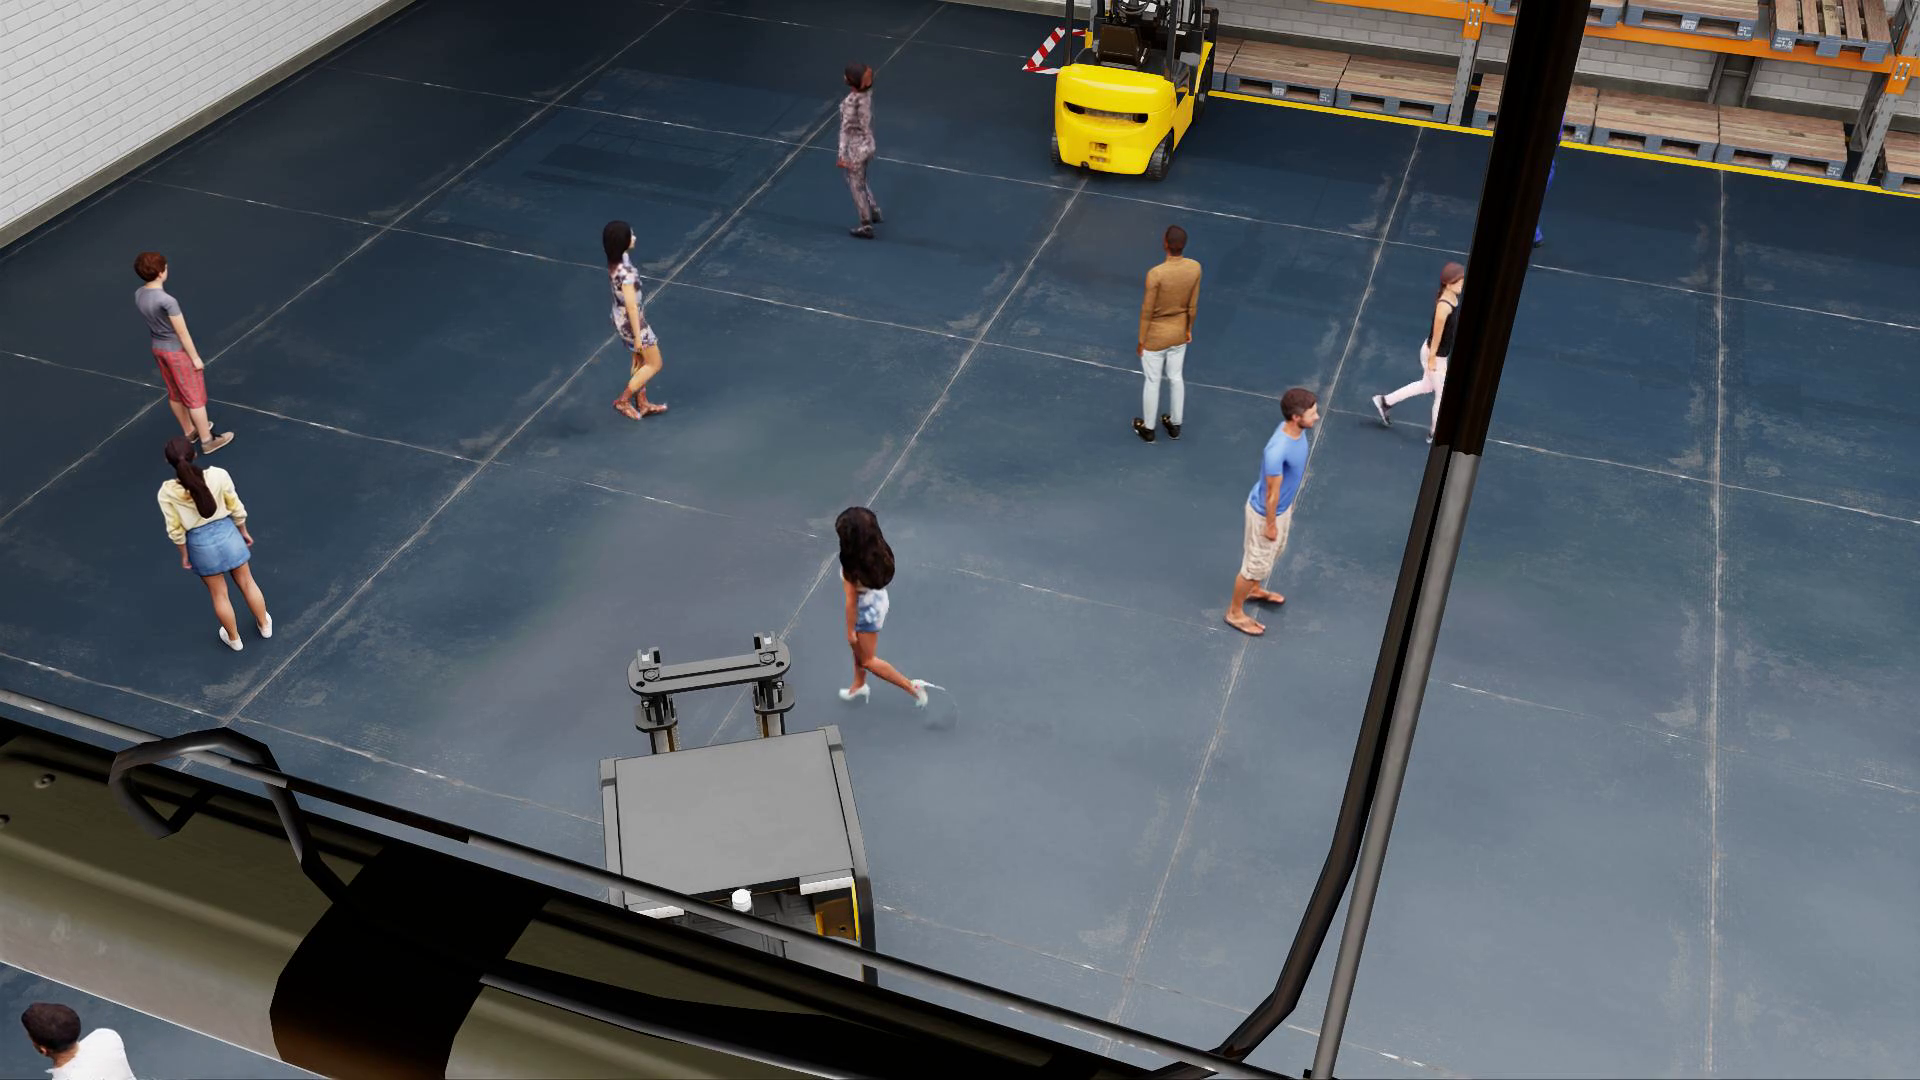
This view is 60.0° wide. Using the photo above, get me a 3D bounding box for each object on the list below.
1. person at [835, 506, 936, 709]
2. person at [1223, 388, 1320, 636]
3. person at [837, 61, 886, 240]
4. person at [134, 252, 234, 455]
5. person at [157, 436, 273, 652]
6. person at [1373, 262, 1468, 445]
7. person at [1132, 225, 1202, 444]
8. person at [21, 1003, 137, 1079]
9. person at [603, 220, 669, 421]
[{"bbox_3d":[-0.511,0.477,10.288,0.905,1.605,0.617,9,40,11],"label":"person"},{"bbox_3d":[2.045,-0.219,10.962,0.655,1.853,0.689,19,42,22],"label":"person"},{"bbox_3d":[-0.846,-3.538,15.239,0.648,1.702,0.590,15,41,18],"label":"person"},{"bbox_3d":[-5.963,-1.412,12.619,0.523,1.649,0.668,20,43,23],"label":"person"},{"bbox_3d":[-4.866,0.021,10.839,0.724,1.631,0.728,-26,45,-28],"label":"person"},{"bbox_3d":[3.582,-1.431,12.729,0.950,1.541,0.526,14,41,17],"label":"person"},{"bbox_3d":[1.572,-1.561,12.671,0.698,1.817,0.762,-15,41,-18],"label":"person"},{"bbox_3d":[-3.640,2.685,7.329,0.732,1.849,0.678,7,39,8],"label":"person"},{"bbox_3d":[-2.620,-1.664,12.873,0.826,1.726,0.766,-16,41,-19],"label":"person"}]
